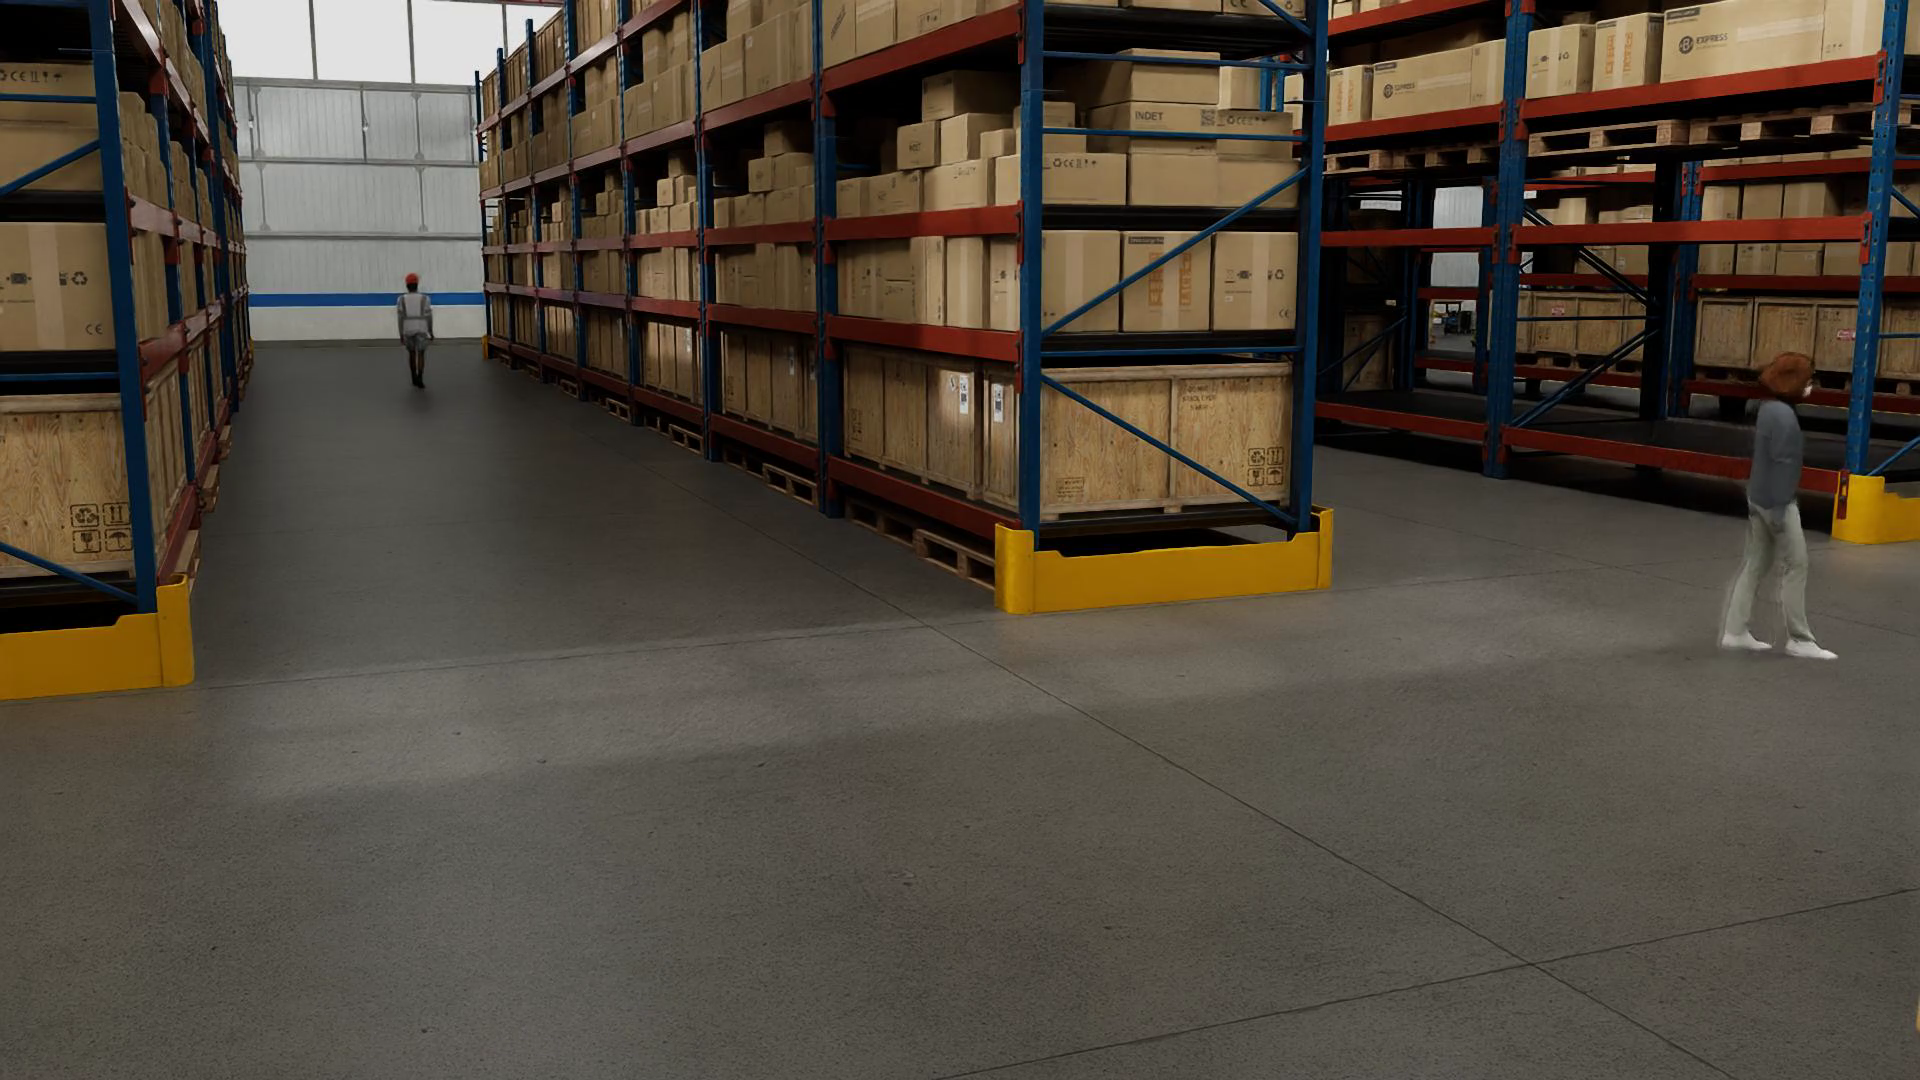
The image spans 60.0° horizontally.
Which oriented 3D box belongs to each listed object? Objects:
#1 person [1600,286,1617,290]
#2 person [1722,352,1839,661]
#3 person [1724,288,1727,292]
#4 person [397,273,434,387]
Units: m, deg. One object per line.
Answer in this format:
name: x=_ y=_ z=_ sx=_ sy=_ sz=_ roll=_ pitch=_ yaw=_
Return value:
person: x=11.691 y=-3.916 z=30.114 sx=0.606 sy=1.952 sz=1.018 roll=6 pitch=11 yaw=34
person: x=4.336 y=-0.180 z=8.739 sx=0.546 sy=1.603 sz=0.544 roll=2 pitch=10 yaw=14
person: x=11.932 y=-3.110 z=25.920 sx=0.526 sy=1.729 sz=0.870 roll=-3 pitch=10 yaw=-18
person: x=-9.102 y=-3.501 z=27.769 sx=0.546 sy=1.906 sz=0.898 roll=-2 pitch=10 yaw=-10
